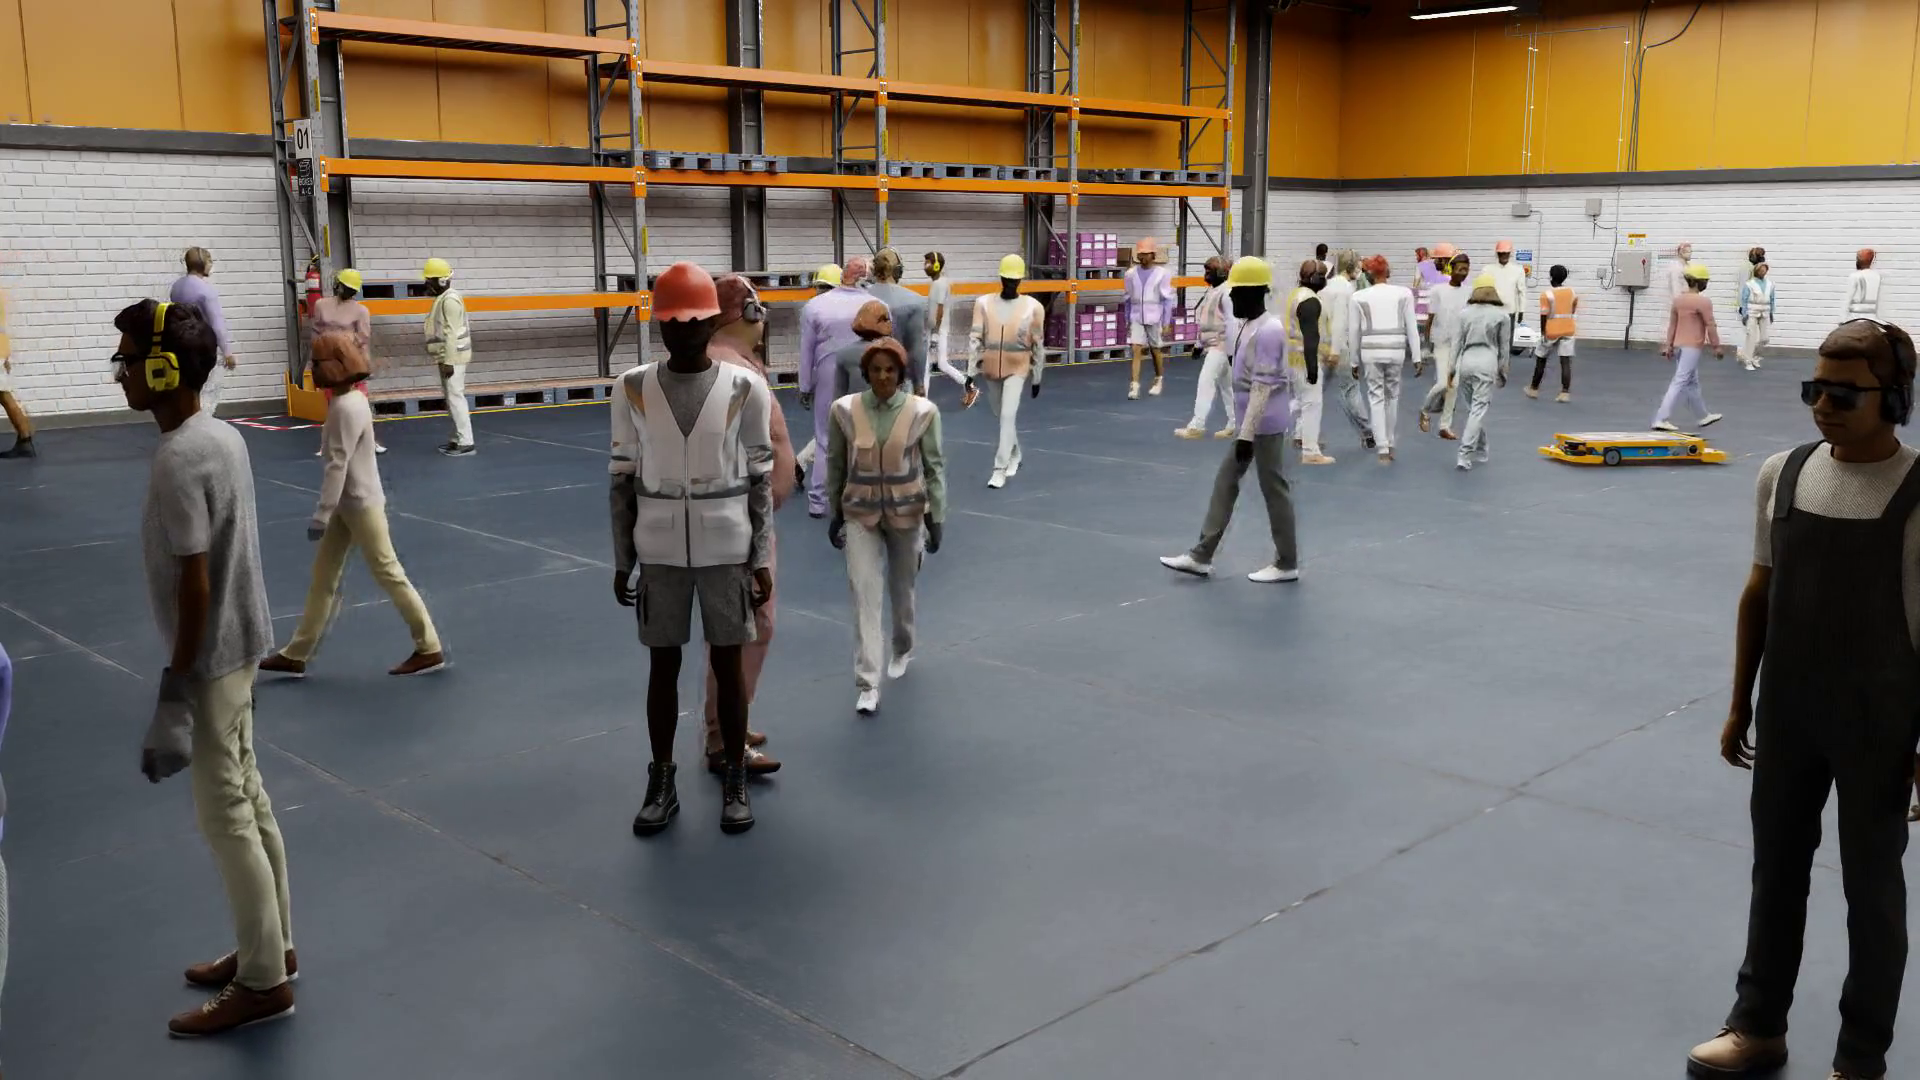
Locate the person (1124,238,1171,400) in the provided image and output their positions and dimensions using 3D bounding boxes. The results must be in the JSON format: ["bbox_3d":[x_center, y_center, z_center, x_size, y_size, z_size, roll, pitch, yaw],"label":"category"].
[{"bbox_3d":[2.347,-2.765,20.760,0.624,1.999,1.032,4,11,22],"label":"person"}]

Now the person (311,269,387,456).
[{"bbox_3d":[-5.654,-1.616,15.249,0.633,1.722,0.328,1,10,7],"label":"person"}]

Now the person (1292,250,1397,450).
[{"bbox_3d":[3.630,-1.778,15.670,1.036,1.878,0.642,-1,10,-6],"label":"person"}]

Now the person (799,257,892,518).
[{"bbox_3d":[-0.832,-1.088,11.950,0.667,1.876,0.417,-2,11,-9],"label":"person"}]

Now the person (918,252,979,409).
[{"bbox_3d":[-0.211,-2.412,19.263,0.834,1.842,0.518,-4,11,-19],"label":"person"}]

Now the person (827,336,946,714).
[{"bbox_3d":[-0.320,-0.102,7.308,0.524,1.594,0.865,0,10,1],"label":"person"}]

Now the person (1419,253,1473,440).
[{"bbox_3d":[4.847,-1.920,16.552,0.540,1.847,0.482,-3,11,-15],"label":"person"}]

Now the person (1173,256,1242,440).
[{"bbox_3d":[2.465,-1.893,16.517,0.859,1.809,0.648,0,10,-2],"label":"person"}]

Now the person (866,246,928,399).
[{"bbox_3d":[-0.531,-1.165,12.177,0.629,1.940,0.379,4,11,22],"label":"person"}]

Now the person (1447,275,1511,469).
[{"bbox_3d":[4.540,-1.475,14.581,0.495,1.675,0.898,7,13,35],"label":"person"}]

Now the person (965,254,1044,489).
[{"bbox_3d":[0.396,-1.406,13.667,0.597,1.884,0.996,4,11,20],"label":"person"}]

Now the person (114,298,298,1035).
[{"bbox_3d":[-1.922,0.329,4.227,0.320,1.872,0.552,-3,11,-13],"label":"person"}]

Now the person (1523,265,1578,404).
[{"bbox_3d":[7.217,-2.507,20.262,0.539,1.652,0.859,-2,11,-9],"label":"person"}]

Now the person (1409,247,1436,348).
[{"bbox_3d":[8.325,-4.318,29.708,0.633,1.813,0.610,-10,14,-43],"label":"person"}]

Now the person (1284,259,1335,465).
[{"bbox_3d":[2.989,-1.573,14.746,0.644,1.819,0.651,1,10,3],"label":"person"}]

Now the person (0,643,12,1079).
[{"bbox_3d":[-1.376,0.699,2.014,0.357,1.936,0.551,1,10,5],"label":"person"}]

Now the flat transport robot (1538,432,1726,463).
[{"bbox_3d":[6.020,-0.835,14.928,1.431,0.197,0.652,-1,10,-5],"label":"flat transport robot"}]

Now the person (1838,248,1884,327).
[{"bbox_3d":[12.016,-2.940,22.100,0.586,1.854,0.821,-5,11,-25],"label":"person"}]

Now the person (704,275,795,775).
[{"bbox_3d":[-0.825,-0.067,6.390,0.402,1.873,0.759,-3,11,-16],"label":"person"}]

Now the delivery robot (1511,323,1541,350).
[{"bbox_3d":[9.399,-3.375,27.748,0.477,0.478,0.707,-10,14,-43],"label":"delivery robot"}]

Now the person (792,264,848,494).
[{"bbox_3d":[-1.054,-1.242,12.975,0.772,1.801,0.596,-8,13,-38],"label":"person"}]

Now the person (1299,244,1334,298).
[{"bbox_3d":[6.181,-4.186,28.844,0.648,1.857,1.010,5,12,27],"label":"person"}]

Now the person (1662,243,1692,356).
[{"bbox_3d":[12.111,-4.001,27.793,0.636,1.880,0.670,7,13,34],"label":"person"}]

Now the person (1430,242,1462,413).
[{"bbox_3d":[5.515,-2.418,19.008,0.379,1.937,0.548,7,12,33],"label":"person"}]

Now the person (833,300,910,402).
[{"bbox_3d":[-0.520,-0.708,10.573,0.500,1.612,0.633,8,13,37],"label":"person"}]

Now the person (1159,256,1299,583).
[{"bbox_3d":[1.586,-0.675,9.613,0.898,1.888,0.617,-1,10,-4],"label":"person"}]

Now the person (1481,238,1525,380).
[{"bbox_3d":[7.665,-3.273,23.568,0.625,1.979,0.701,2,11,13],"label":"person"}]

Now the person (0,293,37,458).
[{"bbox_3d":[-8.894,-1.666,15.020,0.922,1.899,0.564,-4,11,-20],"label":"person"}]

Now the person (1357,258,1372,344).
[{"bbox_3d":[7.178,-4.196,29.567,0.280,1.624,0.493,-2,11,-10],"label":"person"}]

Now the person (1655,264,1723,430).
[{"bbox_3d":[7.640,-1.993,17.300,0.914,1.720,0.530,-2,11,-12],"label":"person"}]

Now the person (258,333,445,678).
[{"bbox_3d":[-2.796,-0.139,7.538,0.859,1.586,0.501,-5,11,-25],"label":"person"}]

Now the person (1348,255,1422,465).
[{"bbox_3d":[3.779,-1.620,14.923,0.647,1.844,0.866,1,10,3],"label":"person"}]

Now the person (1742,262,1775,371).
[{"bbox_3d":[11.934,-3.340,24.888,0.533,1.624,0.366,-1,10,-7],"label":"person"}]

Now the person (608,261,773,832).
[{"bbox_3d":[-0.903,0.040,5.611,0.551,1.934,0.362,0,10,-3],"label":"person"}]

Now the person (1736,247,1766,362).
[{"bbox_3d":[12.769,-3.757,26.606,0.634,1.825,0.654,9,14,42],"label":"person"}]

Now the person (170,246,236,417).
[{"bbox_3d":[-6.923,-1.720,15.262,0.640,1.919,0.543,9,14,41],"label":"person"}]

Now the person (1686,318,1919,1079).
[{"bbox_3d":[2.000,0.418,3.800,0.327,1.842,0.517,-7,12,-33],"label":"person"}]

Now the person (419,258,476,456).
[{"bbox_3d":[-4.737,-1.684,15.352,0.425,1.820,0.595,-6,12,-28],"label":"person"}]
